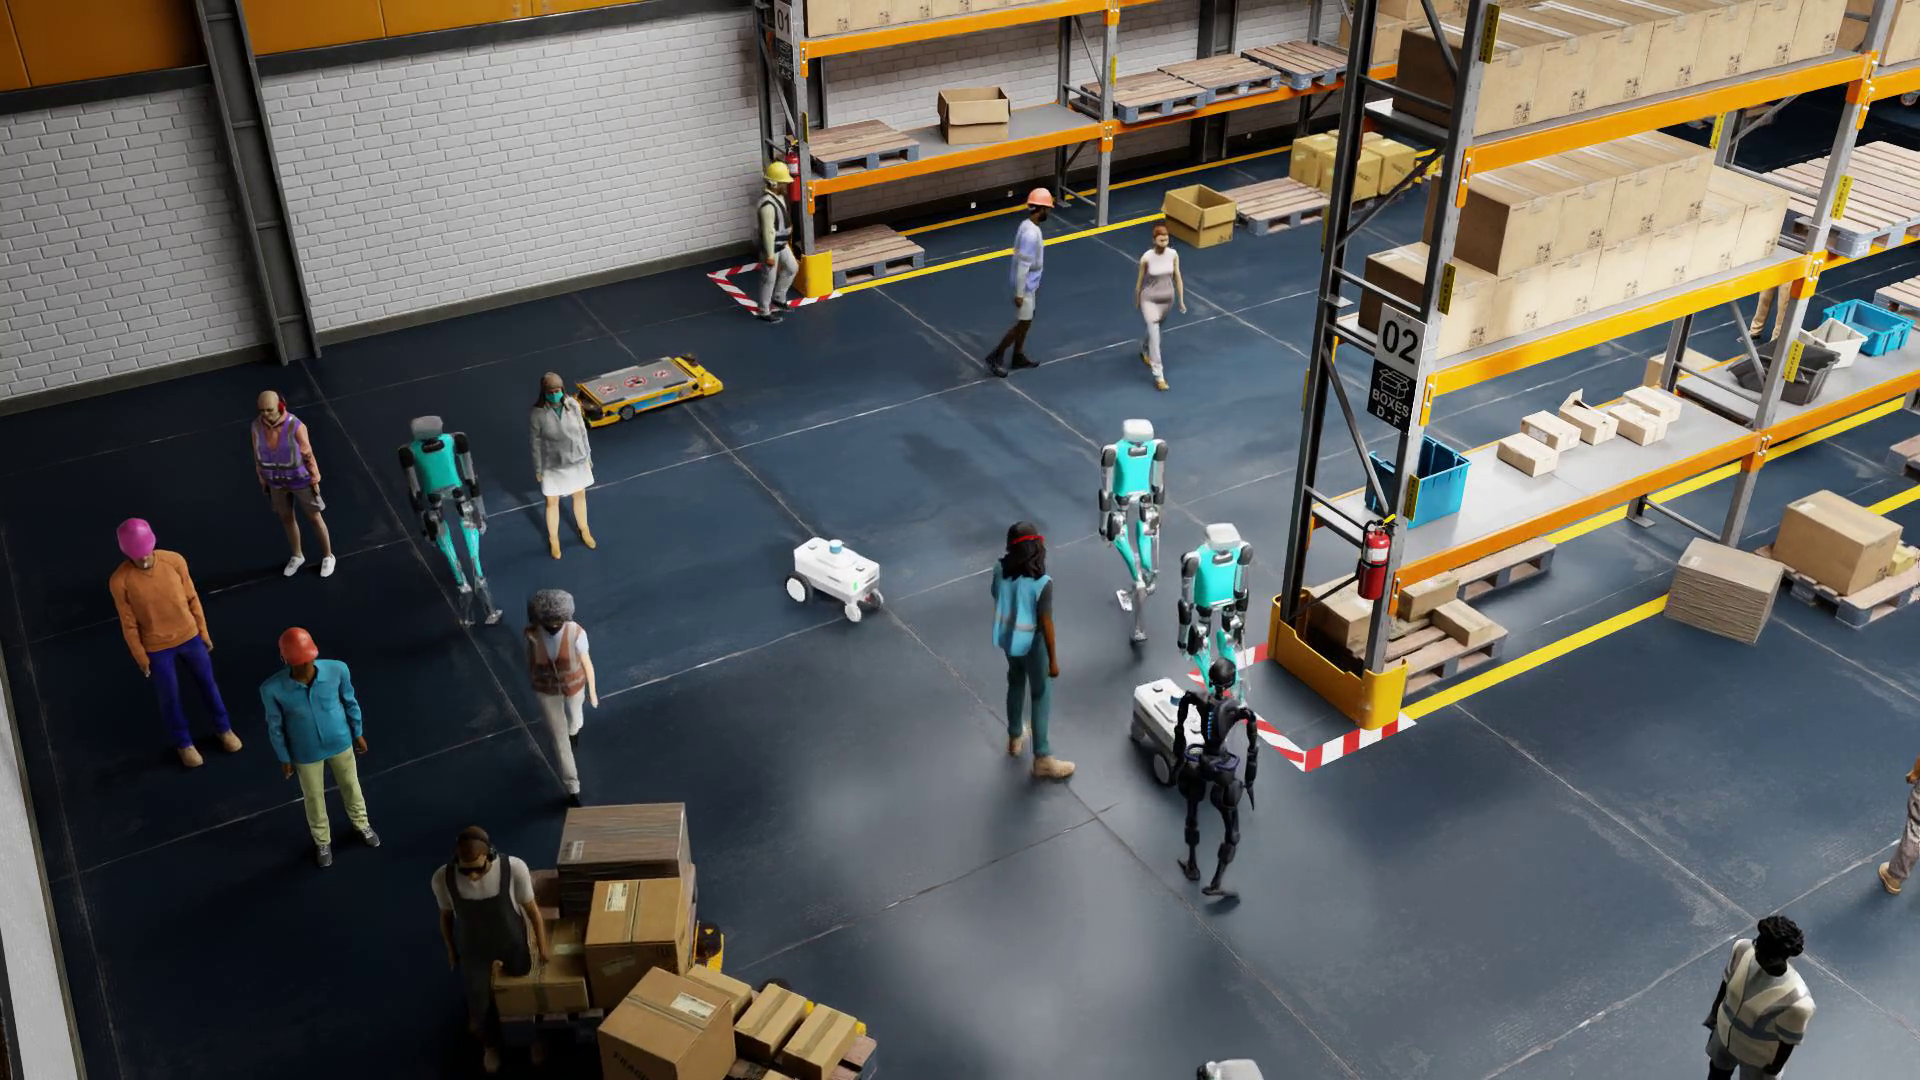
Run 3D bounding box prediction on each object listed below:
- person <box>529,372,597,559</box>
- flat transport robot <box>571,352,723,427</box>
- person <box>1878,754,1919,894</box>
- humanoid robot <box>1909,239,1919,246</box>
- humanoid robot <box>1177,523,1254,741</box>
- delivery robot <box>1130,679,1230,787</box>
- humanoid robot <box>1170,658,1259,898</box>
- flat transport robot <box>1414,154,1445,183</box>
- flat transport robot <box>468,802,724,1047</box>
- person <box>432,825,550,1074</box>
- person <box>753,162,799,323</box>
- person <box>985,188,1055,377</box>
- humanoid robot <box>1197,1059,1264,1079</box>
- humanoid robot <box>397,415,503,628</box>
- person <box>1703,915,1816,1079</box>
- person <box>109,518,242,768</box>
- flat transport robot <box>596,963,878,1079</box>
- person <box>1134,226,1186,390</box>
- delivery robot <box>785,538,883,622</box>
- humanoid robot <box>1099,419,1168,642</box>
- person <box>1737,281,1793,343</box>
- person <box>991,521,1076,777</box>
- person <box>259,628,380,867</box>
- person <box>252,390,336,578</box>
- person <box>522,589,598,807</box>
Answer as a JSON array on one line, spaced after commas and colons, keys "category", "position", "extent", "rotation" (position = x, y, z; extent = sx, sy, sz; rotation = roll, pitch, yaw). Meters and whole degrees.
[{"category": "person", "position": [-3.285, -0.624, 13.766], "extent": [0.493, 1.659, 0.338], "rotation": [-17, 36, -25]}, {"category": "flat transport robot", "position": [-3.137, -1.491, 16.462], "extent": [1.431, 0.231, 0.659], "rotation": [-20, 37, -29]}, {"category": "person", "position": [6.139, 1.485, 10.293], "extent": [0.471, 1.778, 0.310], "rotation": [11, 34, 16]}, {"category": "humanoid robot", "position": [11.708, -4.248, 19.577], "extent": [0.783, 1.623, 0.609], "rotation": [-6, 33, -10]}, {"category": "humanoid robot", "position": [1.813, 0.742, 11.491], "extent": [0.531, 1.771, 0.608], "rotation": [-12, 34, -18]}, {"category": "delivery robot", "position": [1.521, 1.318, 11.700], "extent": [0.499, 0.581, 0.768], "rotation": [-14, 35, -21]}, {"category": "humanoid robot", "position": [1.559, 1.496, 10.379], "extent": [0.591, 1.646, 0.464], "rotation": [16, 35, 23]}, {"category": "flat transport robot", "position": [6.689, -4.788, 21.719], "extent": [1.431, 0.231, 0.659], "rotation": [9, 33, 14]}, {"category": "flat transport robot", "position": [-2.152, 2.606, 9.927], "extent": [1.431, 0.231, 0.659], "rotation": [-2, 32, -3]}, {"category": "person", "position": [-2.526, 2.223, 9.081], "extent": [0.545, 1.823, 0.416], "rotation": [-8, 33, -12]}, {"category": "person", "position": [-1.973, -3.156, 17.686], "extent": [0.519, 1.797, 0.612], "rotation": [2, 32, 3]}, {"category": "person", "position": [0.608, -2.575, 16.670], "extent": [0.676, 1.887, 0.614], "rotation": [2, 32, 3]}, {"category": "humanoid robot", "position": [1.411, 3.039, 7.834], "extent": [0.992, 1.720, 0.561], "rotation": [-10, 33, -15]}, {"category": "humanoid robot", "position": [-3.886, -0.042, 12.790], "extent": [0.554, 1.797, 0.747], "rotation": [-12, 34, -19]}, {"category": "person", "position": [4.077, 2.592, 8.612], "extent": [0.319, 1.691, 0.533], "rotation": [-10, 34, -16]}, {"category": "person", "position": [-5.415, 0.689, 11.391], "extent": [0.515, 1.972, 0.404], "rotation": [-25, 40, -34]}, {"category": "flat transport robot", "position": [-1.160, 3.058, 9.207], "extent": [0.659, 0.231, 1.431], "rotation": [15, 35, 23]}, {"category": "person", "position": [1.981, -2.371, 16.600], "extent": [0.436, 1.609, 0.914], "rotation": [-11, 34, -17]}, {"category": "delivery robot", "position": [-1.004, 0.277, 13.389], "extent": [0.815, 0.611, 0.499], "rotation": [23, 39, 32]}, {"category": "humanoid robot", "position": [1.395, 0.017, 12.731], "extent": [0.531, 1.782, 1.031], "rotation": [-8, 33, -13]}, {"category": "person", "position": [8.461, -2.783, 17.123], "extent": [0.338, 1.749, 0.572], "rotation": [-17, 36, -25]}, {"category": "person", "position": [0.501, 0.755, 11.410], "extent": [0.383, 1.832, 0.766], "rotation": [-27, 41, -36]}, {"category": "person", "position": [-4.082, 1.295, 10.617], "extent": [0.568, 1.755, 0.319], "rotation": [-19, 37, -28]}, {"category": "person", "position": [-5.421, -0.463, 13.488], "extent": [0.495, 1.687, 0.348], "rotation": [1, 32, 2]}, {"category": "person", "position": [-2.697, 0.952, 11.294], "extent": [0.436, 1.617, 0.937], "rotation": [-8, 33, -13]}]
